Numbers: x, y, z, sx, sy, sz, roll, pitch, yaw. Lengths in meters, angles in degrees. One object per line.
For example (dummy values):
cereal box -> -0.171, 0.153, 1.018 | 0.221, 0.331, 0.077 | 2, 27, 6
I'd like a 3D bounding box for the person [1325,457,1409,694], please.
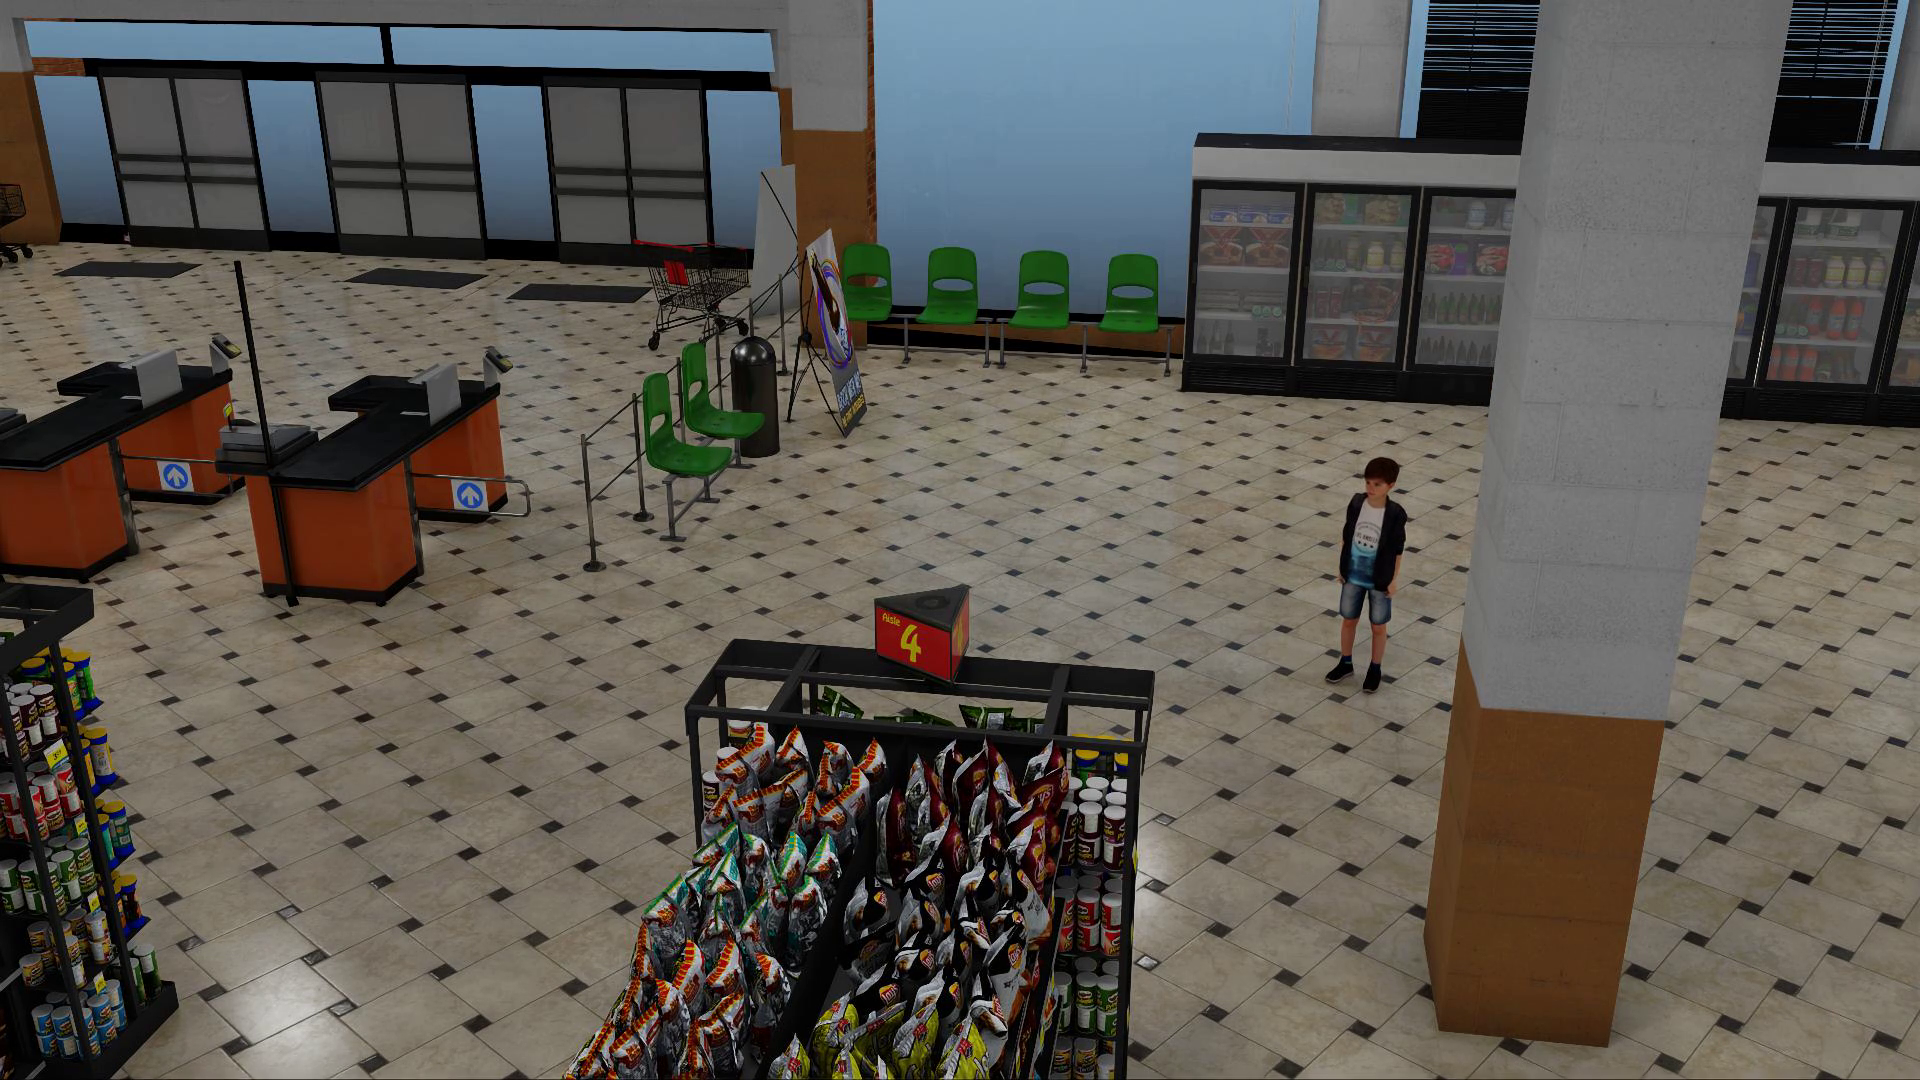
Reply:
person -> 2.442, 0.194, 9.918 | 0.612, 1.447, 0.632 | 14, 26, 32
